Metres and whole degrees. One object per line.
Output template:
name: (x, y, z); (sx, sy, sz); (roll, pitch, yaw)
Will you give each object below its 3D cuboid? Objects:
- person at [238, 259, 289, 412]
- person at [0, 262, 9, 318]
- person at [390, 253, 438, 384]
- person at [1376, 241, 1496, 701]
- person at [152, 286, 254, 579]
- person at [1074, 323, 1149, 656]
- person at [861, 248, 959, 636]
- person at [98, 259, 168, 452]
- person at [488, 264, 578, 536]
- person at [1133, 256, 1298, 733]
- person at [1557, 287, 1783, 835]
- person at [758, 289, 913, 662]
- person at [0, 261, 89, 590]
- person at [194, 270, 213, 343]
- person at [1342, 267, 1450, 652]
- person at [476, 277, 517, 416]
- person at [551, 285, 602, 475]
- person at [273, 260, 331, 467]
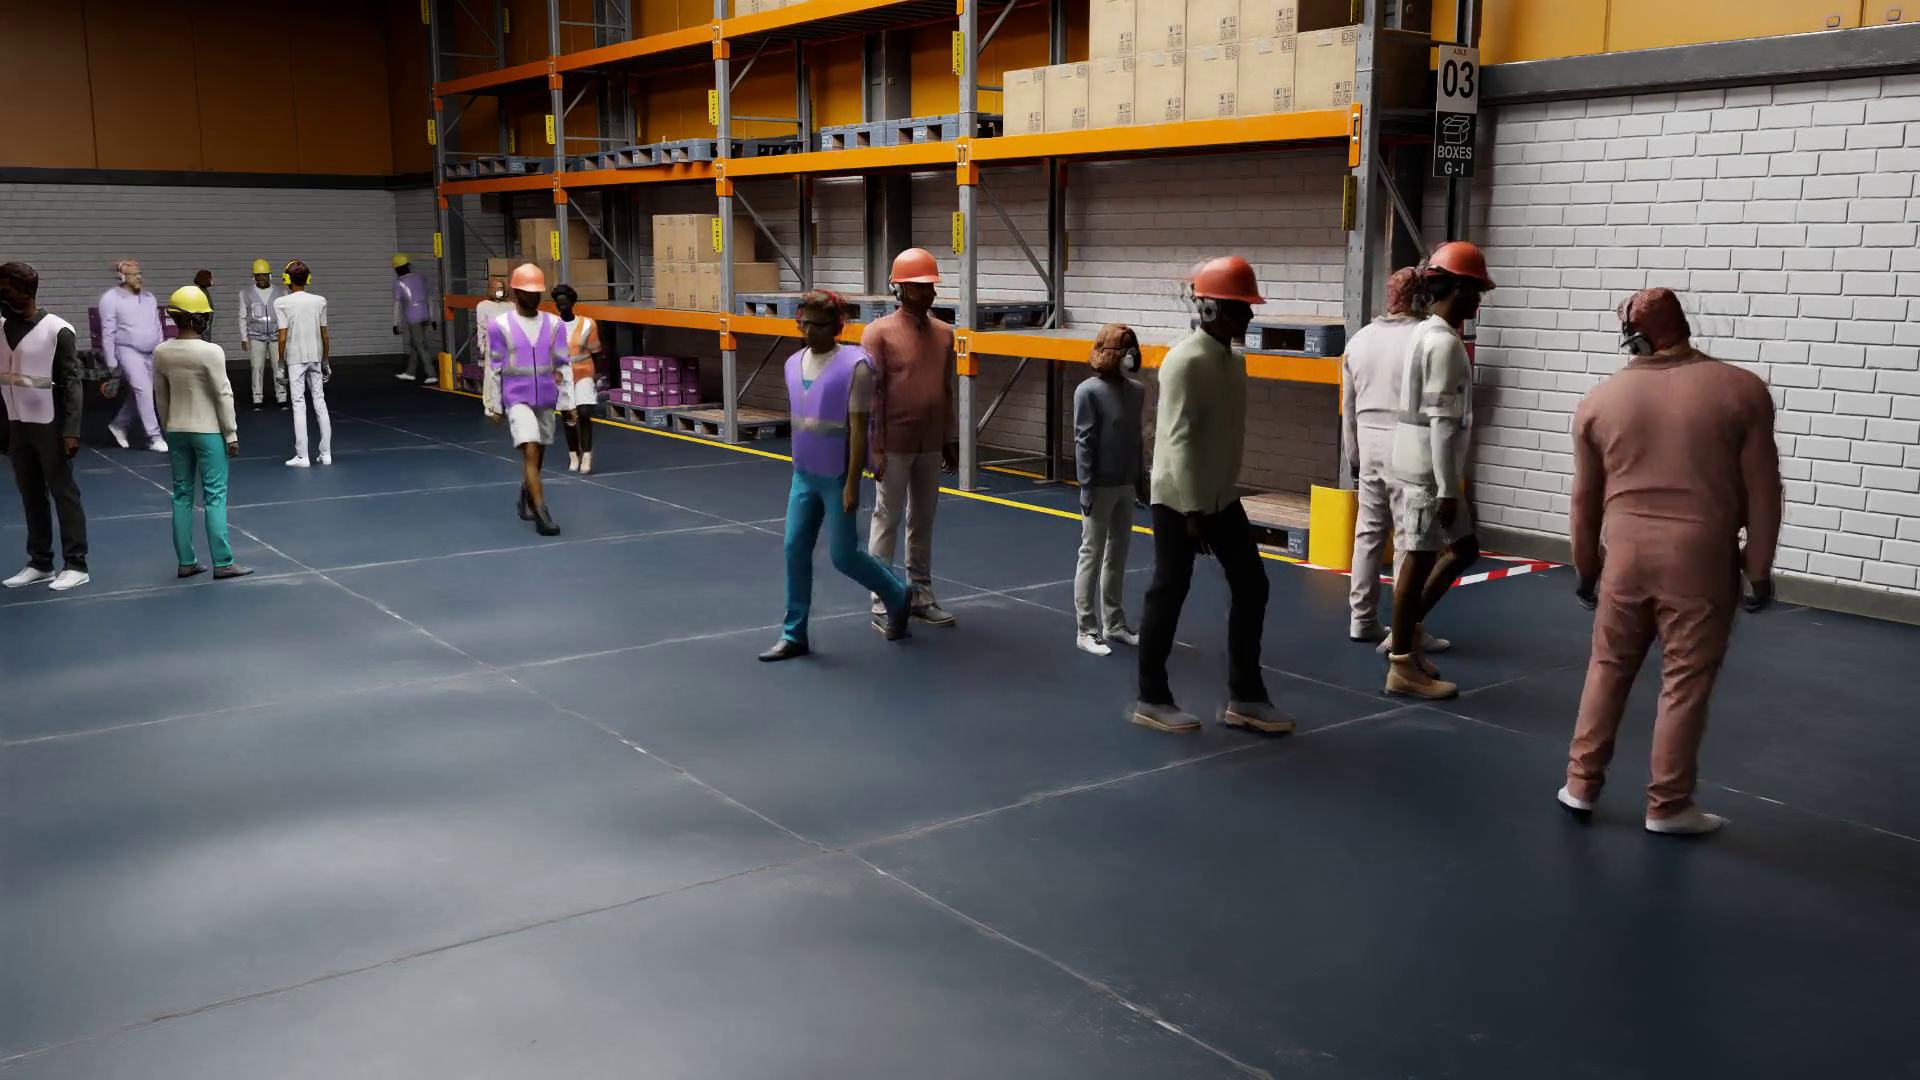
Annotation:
person: (-8.371, -2.465, 20.078); (0.602, 1.830, 0.404); (-5, 11, -27)
person: (-11.709, -2.524, 20.513); (0.745, 1.802, 0.594); (9, 13, 41)
person: (-7.921, -3.185, 23.986); (0.847, 1.870, 0.611); (5, 11, 26)
person: (2.119, -0.297, 7.393); (0.452, 2.024, 0.699); (2, 10, 11)
person: (-4.592, -0.639, 10.040); (0.525, 1.769, 0.308); (3, 11, 15)
person: (0.755, -0.256, 8.264); (0.286, 1.633, 0.499); (9, 14, 42)
person: (-0.245, -0.509, 8.666); (0.612, 1.996, 0.388); (-9, 14, -42)
person: (-8.078, -1.799, 16.236); (0.897, 1.873, 0.649); (3, 11, 18)
person: (-3.053, -1.014, 11.814); (0.558, 1.891, 1.014); (-6, 12, -31)
person: (1.055, -0.148, 6.742); (0.797, 1.964, 0.643); (9, 13, 40)
person: (2.409, 0.092, 5.670); (0.689, 1.878, 0.437); (9, 14, 43)
person: (-0.600, -0.317, 8.125); (0.571, 1.813, 0.757); (9, 14, 42)
person: (-5.396, -0.664, 9.760); (0.590, 1.916, 0.389); (3, 11, 19)
person: (-11.245, -3.206, 24.814); (0.285, 1.626, 0.502); (-5, 11, -25)
person: (2.205, -0.397, 8.288); (0.409, 1.906, 0.651); (-7, 12, -33)
person: (-5.433, -2.271, 19.584); (0.497, 1.625, 0.287); (-8, 13, -37)
person: (-3.407, -1.391, 14.528); (0.535, 1.659, 0.705); (-1, 10, -5)
person: (-5.972, -1.598, 15.121); (0.328, 1.872, 0.510); (9, 13, 40)
